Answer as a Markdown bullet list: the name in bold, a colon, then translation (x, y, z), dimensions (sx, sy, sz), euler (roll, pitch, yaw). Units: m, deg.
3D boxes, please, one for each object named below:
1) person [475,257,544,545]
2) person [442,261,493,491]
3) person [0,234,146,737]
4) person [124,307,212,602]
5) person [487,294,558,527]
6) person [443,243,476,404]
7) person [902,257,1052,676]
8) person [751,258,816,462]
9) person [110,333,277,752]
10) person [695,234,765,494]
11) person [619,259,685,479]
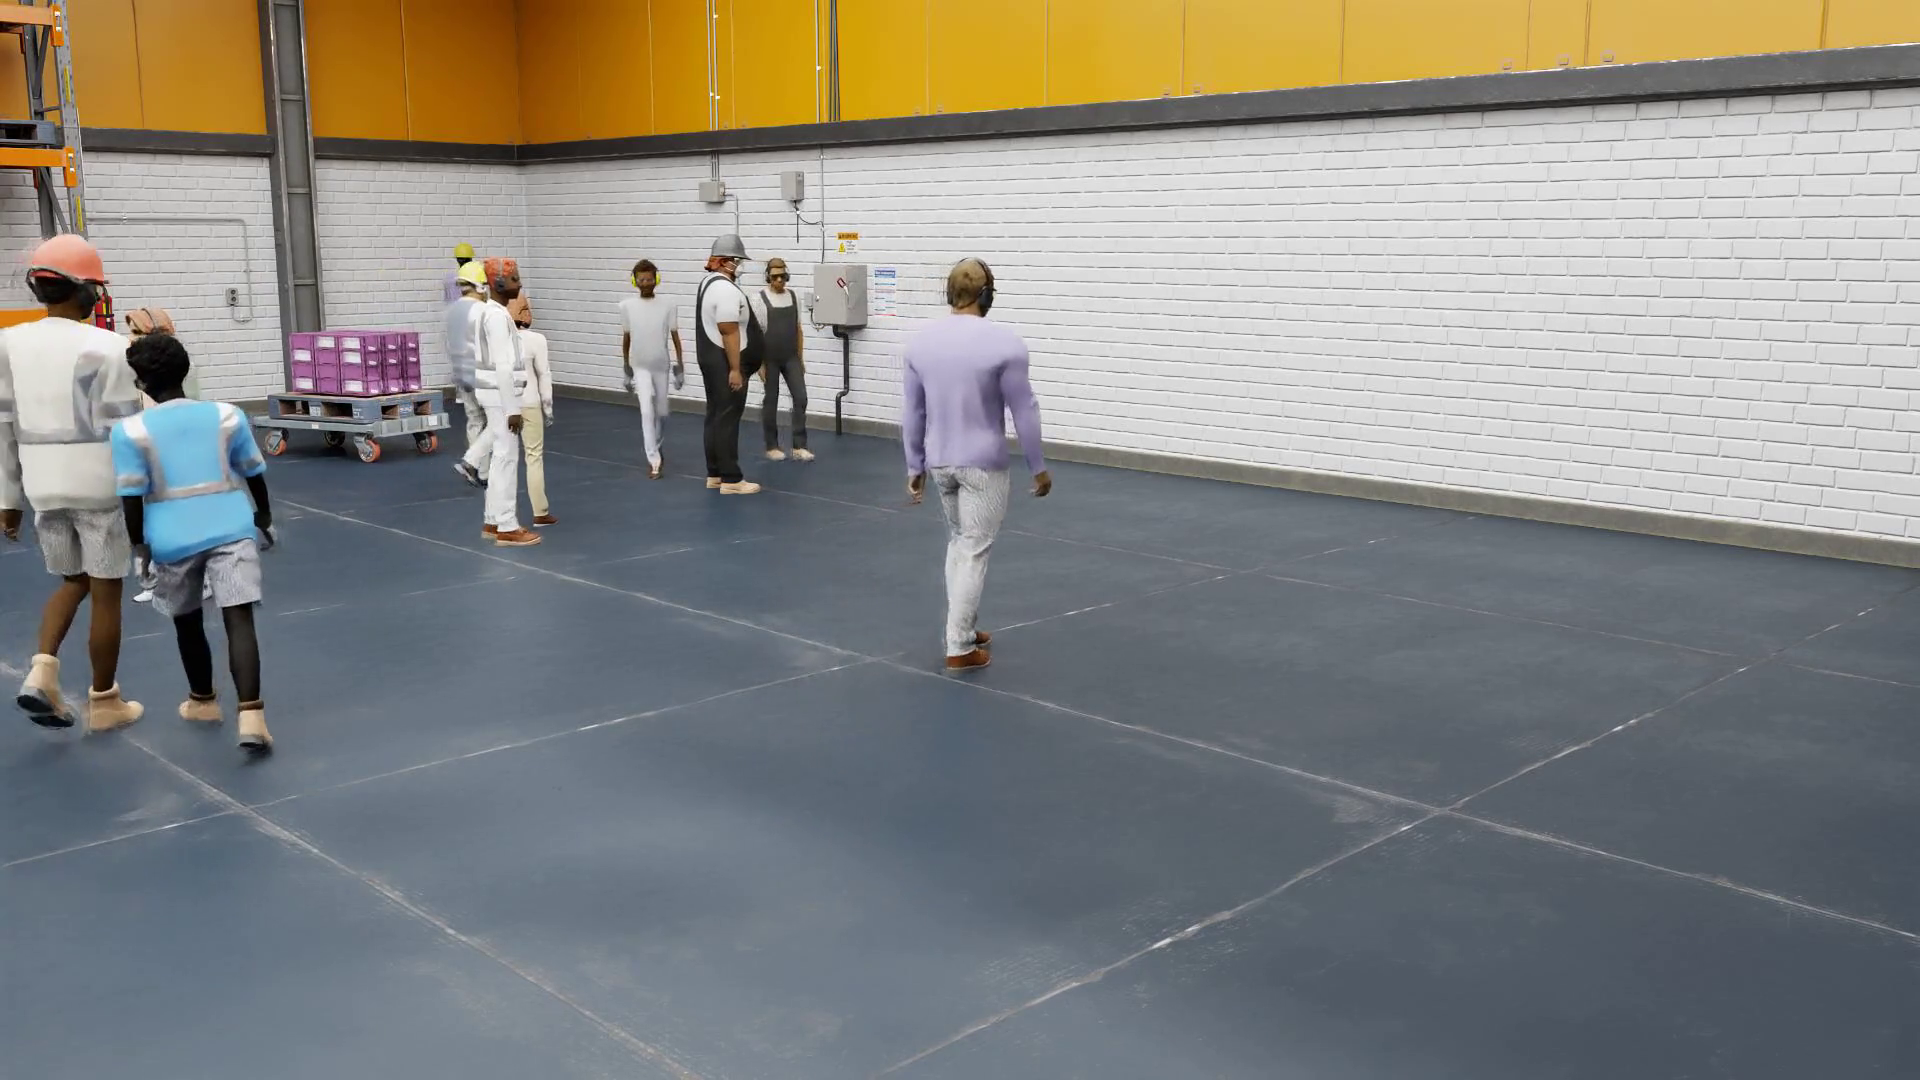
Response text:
- **person**: translation (-2.976, -0.903, 10.922), dimensions (0.388, 1.883, 0.594), euler (-4, 11, -20)
- **person**: translation (-3.800, -1.271, 13.067), dimensions (0.617, 1.819, 0.470), euler (8, 13, 38)
- **person**: translation (-3.533, -0.195, 6.634), dimensions (0.614, 2.025, 0.507), euler (2, 10, 8)
- **person**: translation (-4.351, -0.453, 9.109), dimensions (0.521, 1.638, 0.313), euler (4, 11, 21)
- **person**: translation (-3.070, -0.901, 11.565), dimensions (0.498, 1.634, 0.280), euler (1, 10, 6)
- **person**: translation (-5.884, -2.572, 19.873), dimensions (0.590, 1.930, 0.359), euler (5, 12, 26)
- **person**: translation (0.116, -0.348, 7.777), dimensions (0.641, 1.919, 0.686), euler (8, 13, 36)
- **person**: translation (-1.553, -1.582, 14.772), dimensions (0.528, 1.816, 0.753), euler (-7, 12, -32)
- **person**: translation (-2.982, 0.010, 6.564), dimensions (0.600, 1.645, 0.864), euler (-6, 12, -31)
- **person**: translation (-1.809, -1.395, 13.150), dimensions (0.536, 2.000, 0.683), euler (-4, 11, -23)
- **person**: translation (-2.618, -1.469, 14.142), dimensions (0.517, 1.836, 0.870), euler (-2, 11, -13)
